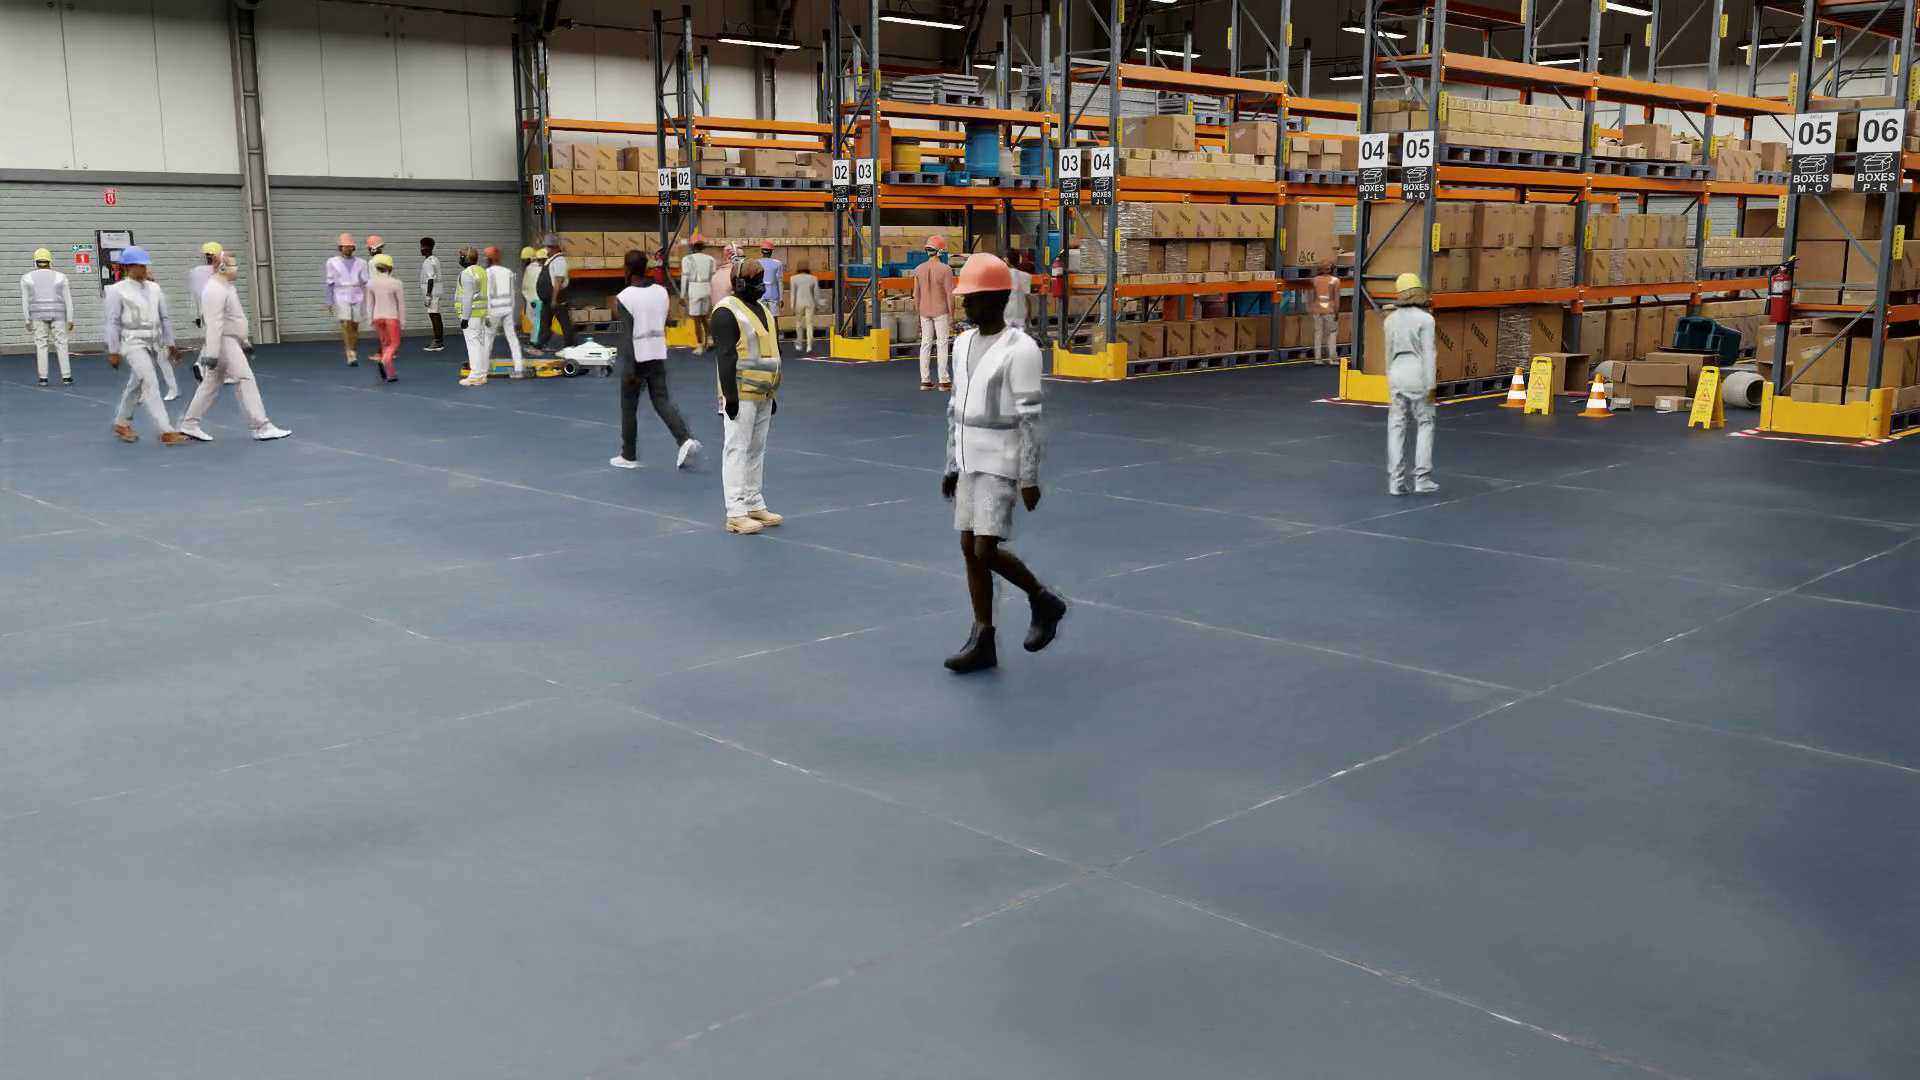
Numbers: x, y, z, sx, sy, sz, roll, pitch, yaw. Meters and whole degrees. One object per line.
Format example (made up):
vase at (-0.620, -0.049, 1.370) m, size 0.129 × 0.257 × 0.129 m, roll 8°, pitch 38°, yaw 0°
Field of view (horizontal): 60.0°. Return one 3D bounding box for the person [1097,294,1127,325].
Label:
person at (2.548, -4.084, 27.987) m, size 0.629 × 1.936 × 0.373 m, roll 8°, pitch 13°, yaw 38°

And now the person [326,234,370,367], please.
person at (-9.281, -3.650, 25.402) m, size 0.636 × 2.009 × 0.924 m, roll -7°, pitch 12°, yaw -33°

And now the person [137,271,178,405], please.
person at (-9.723, -2.435, 19.922) m, size 0.529 × 1.595 × 0.847 m, roll 2°, pitch 11°, yaw 11°

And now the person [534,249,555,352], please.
person at (-7.206, -4.151, 28.816) m, size 0.325 × 1.767 × 0.533 m, roll -4°, pitch 11°, yaw -22°

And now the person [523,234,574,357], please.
person at (-6.807, -4.003, 27.374) m, size 0.901 × 2.000 × 0.703 m, roll -6°, pitch 12°, yaw -28°

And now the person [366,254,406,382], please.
person at (-7.859, -3.021, 22.709) m, size 0.529 × 1.744 × 0.655 m, roll 1°, pitch 10°, yaw 6°

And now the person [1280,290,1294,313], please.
person at (7.689, -6.117, 39.386) m, size 0.677 × 1.827 × 0.567 m, roll -9°, pitch 13°, yaw -39°

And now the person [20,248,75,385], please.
person at (-12.260, -3.004, 22.381) m, size 0.594 × 1.829 × 0.404 m, roll -5°, pitch 11°, yaw -24°

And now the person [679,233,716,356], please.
person at (-4.407, -4.125, 27.977) m, size 0.627 × 2.028 × 0.455 m, roll -9°, pitch 14°, yaw -40°

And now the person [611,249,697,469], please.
person at (-2.677, -1.548, 14.297) m, size 0.891 × 1.894 × 0.589 m, roll 8°, pitch 13°, yaw 38°

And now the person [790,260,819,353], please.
person at (-2.677, -4.022, 28.598) m, size 0.516 × 1.581 × 0.871 m, roll -3°, pitch 11°, yaw -14°

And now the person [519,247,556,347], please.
person at (-7.582, -4.345, 29.777) m, size 0.556 × 1.801 × 0.616 m, roll 0°, pitch 10°, yaw 2°

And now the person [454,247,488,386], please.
person at (-6.586, -3.019, 22.429) m, size 0.429 × 1.846 × 0.629 m, roll 1°, pitch 10°, yaw 4°

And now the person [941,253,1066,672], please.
person at (0.175, -0.356, 7.688) m, size 0.516 × 1.921 × 0.551 m, roll -7°, pitch 13°, yaw -34°

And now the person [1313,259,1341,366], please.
person at (5.635, -3.495, 25.596) m, size 0.531 × 1.633 × 0.380 m, roll 10°, pitch 14°, yaw 44°

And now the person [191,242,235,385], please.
person at (-10.054, -3.039, 22.346) m, size 0.619 × 1.912 × 0.521 m, roll 3°, pitch 11°, yaw 17°

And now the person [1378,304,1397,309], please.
person at (5.925, -2.965, 22.569) m, size 0.548 × 1.679 × 0.380 m, roll 9°, pitch 14°, yaw 40°

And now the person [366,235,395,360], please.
person at (-9.398, -3.924, 26.949) m, size 0.375 × 1.996 × 0.611 m, roll 1°, pitch 10°, yaw 7°

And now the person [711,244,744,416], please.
person at (-2.496, -2.316, 18.424) m, size 0.399 × 1.909 × 0.642 m, roll -6°, pitch 12°, yaw -32°

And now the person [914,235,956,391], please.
person at (-0.313, -2.942, 21.592) m, size 0.609 × 1.995 × 0.375 m, roll 6°, pitch 12°, yaw 31°

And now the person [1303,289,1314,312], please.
person at (7.224, -5.222, 34.156) m, size 0.394 × 1.945 × 0.618 m, roll -3°, pitch 11°, yaw -16°

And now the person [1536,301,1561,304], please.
person at (9.832, -4.053, 27.902) m, size 0.789 × 1.898 × 0.613 m, roll -7°, pitch 12°, yaw -32°

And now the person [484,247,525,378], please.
person at (-6.536, -3.201, 23.456) m, size 1.006 × 1.824 × 0.613 m, roll 7°, pitch 13°, yaw 35°

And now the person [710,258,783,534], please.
person at (-1.433, -0.992, 11.377) m, size 0.429 × 1.845 × 0.621 m, roll 4°, pitch 11°, yaw 20°

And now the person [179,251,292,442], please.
person at (-7.176, -1.886, 16.228) m, size 1.008 × 1.858 × 0.639 m, roll -5°, pitch 11°, yaw -24°

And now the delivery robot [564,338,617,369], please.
delivery robot at (-5.284, -2.651, 23.797) m, size 0.707 × 0.478 × 0.477 m, roll 1°, pitch 10°, yaw 7°

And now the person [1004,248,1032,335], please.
person at (0.704, -2.871, 21.642) m, size 0.519 × 1.836 × 0.603 m, roll 2°, pitch 11°, yaw 13°

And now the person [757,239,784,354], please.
person at (-3.256, -4.119, 28.171) m, size 0.552 × 1.936 × 0.359 m, roll 0°, pitch 10°, yaw -1°

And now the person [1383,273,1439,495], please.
person at (3.488, -1.217, 12.966) m, size 0.468 × 1.708 × 0.519 m, roll -9°, pitch 14°, yaw -41°

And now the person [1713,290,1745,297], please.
person at (14.080, -4.522, 30.568) m, size 0.606 × 1.859 × 0.775 m, roll 10°, pitch 14°, yaw 43°

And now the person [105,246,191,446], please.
person at (-7.899, -1.870, 16.029) m, size 0.982 × 1.908 × 0.606 m, roll 3°, pitch 11°, yaw 15°

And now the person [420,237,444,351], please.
person at (-9.240, -4.302, 29.089) m, size 0.369 × 1.967 × 0.601 m, roll -1°, pitch 10°, yaw -4°

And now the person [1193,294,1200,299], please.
person at (5.302, -5.809, 38.078) m, size 0.531 × 1.680 × 0.366 m, roll 6°, pitch 12°, yaw 30°

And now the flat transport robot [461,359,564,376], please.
flat transport robot at (-6.365, -2.480, 23.898) m, size 1.431 × 0.197 × 0.652 m, roll 1°, pitch 10°, yaw 7°
